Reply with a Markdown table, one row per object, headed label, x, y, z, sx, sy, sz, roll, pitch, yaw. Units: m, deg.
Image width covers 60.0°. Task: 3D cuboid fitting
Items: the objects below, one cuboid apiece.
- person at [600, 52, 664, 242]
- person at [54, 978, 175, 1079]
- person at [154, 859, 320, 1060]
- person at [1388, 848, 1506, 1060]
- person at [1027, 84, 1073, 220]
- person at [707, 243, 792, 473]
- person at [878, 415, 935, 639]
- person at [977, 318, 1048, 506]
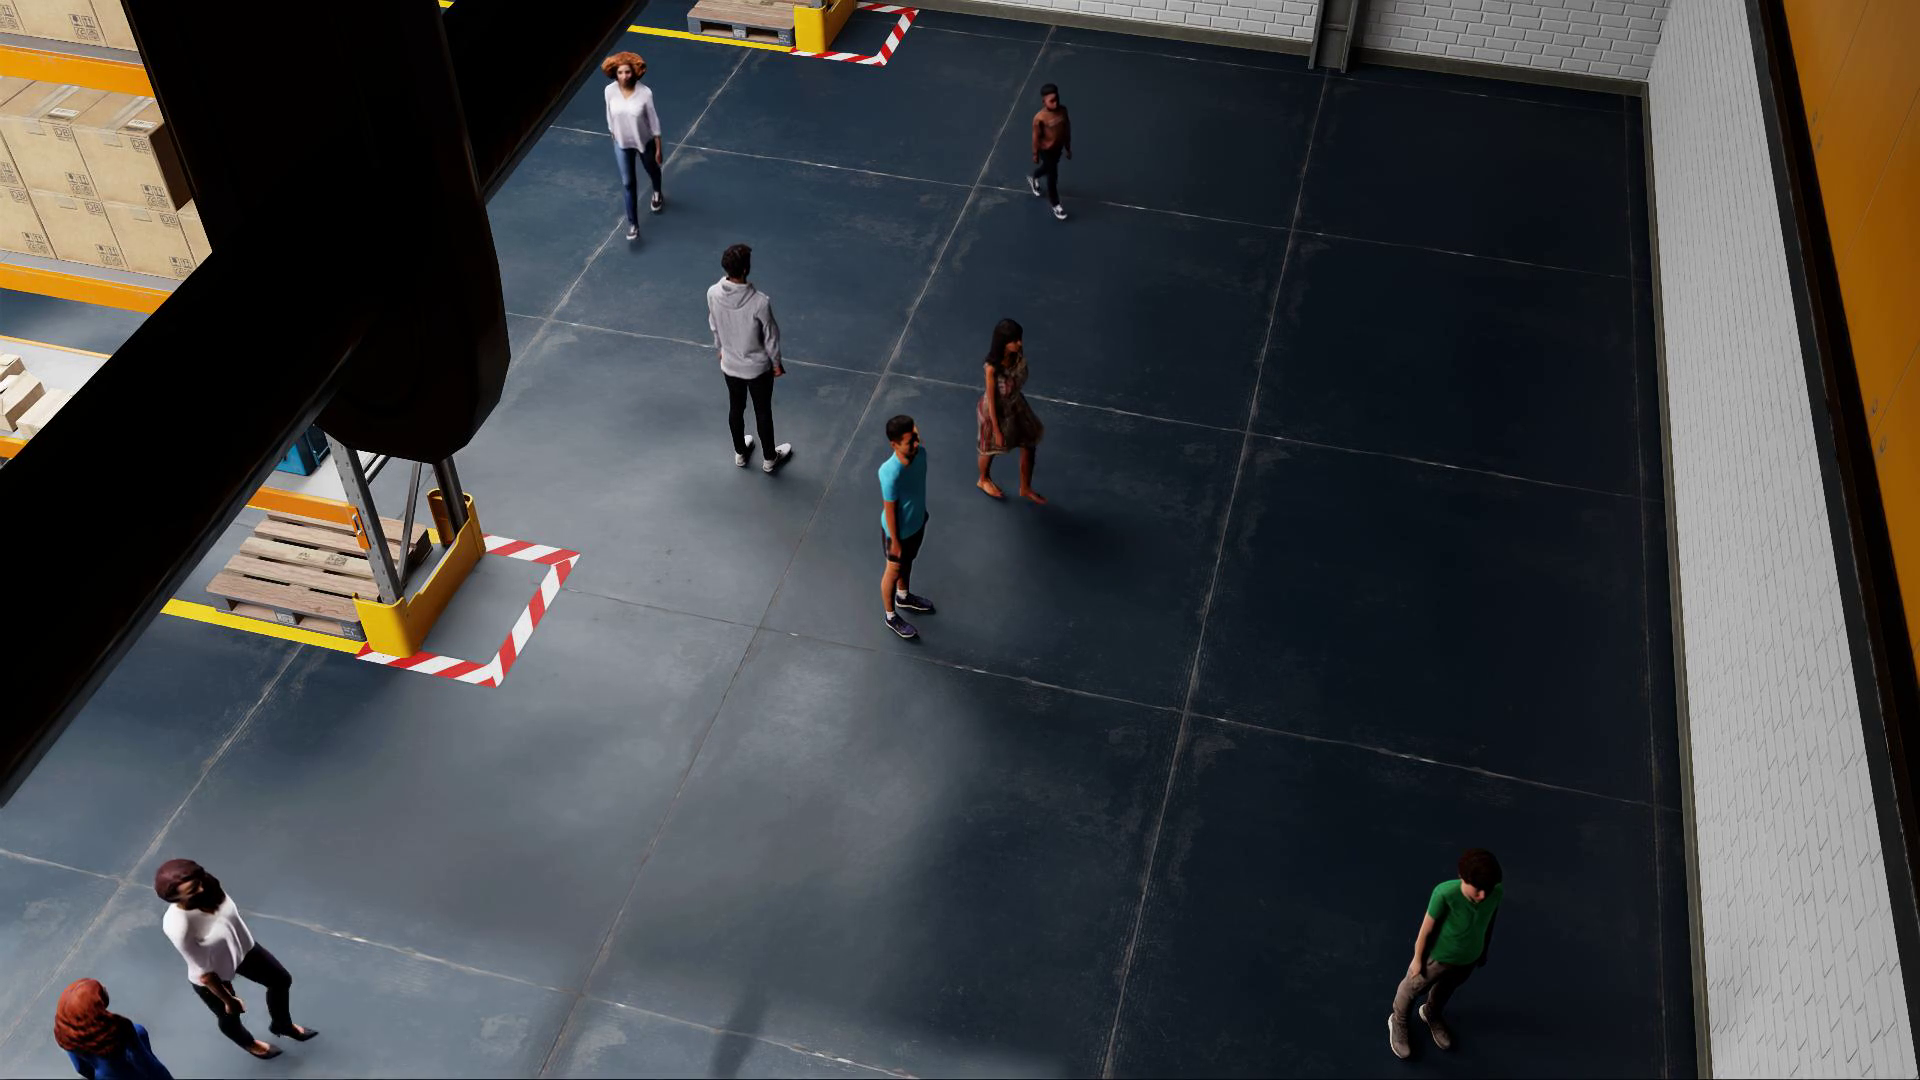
| label | x | y | z | sx | sy | sz | roll | pitch | yaw |
| --- | --- | --- | --- | --- | --- | --- | --- | --- | --- |
| person | -2.870 | -3.602 | 14.842 | 1.160 | 1.674 | 0.893 | 1 | 44 | 1 |
| person | -4.005 | 2.706 | 8.110 | 0.498 | 1.827 | 0.669 | 10 | 44 | 10 |
| person | -3.924 | 2.215 | 8.660 | 0.695 | 1.780 | 0.693 | 3 | 44 | 3 |
| person | 2.587 | 2.153 | 8.818 | 0.600 | 1.651 | 0.715 | -8 | 44 | -8 |
| person | 0.801 | -3.607 | 15.166 | 0.854 | 1.235 | 0.949 | -26 | 49 | -25 |
| person | -1.582 | -1.332 | 12.275 | 0.516 | 1.929 | 0.749 | 13 | 45 | 13 |
| person | -0.388 | -0.122 | 11.115 | 0.597 | 1.776 | 0.657 | 19 | 47 | 19 |
| person | 0.241 | -0.952 | 12.099 | 0.933 | 1.622 | 0.845 | 34 | 53 | 30 |
